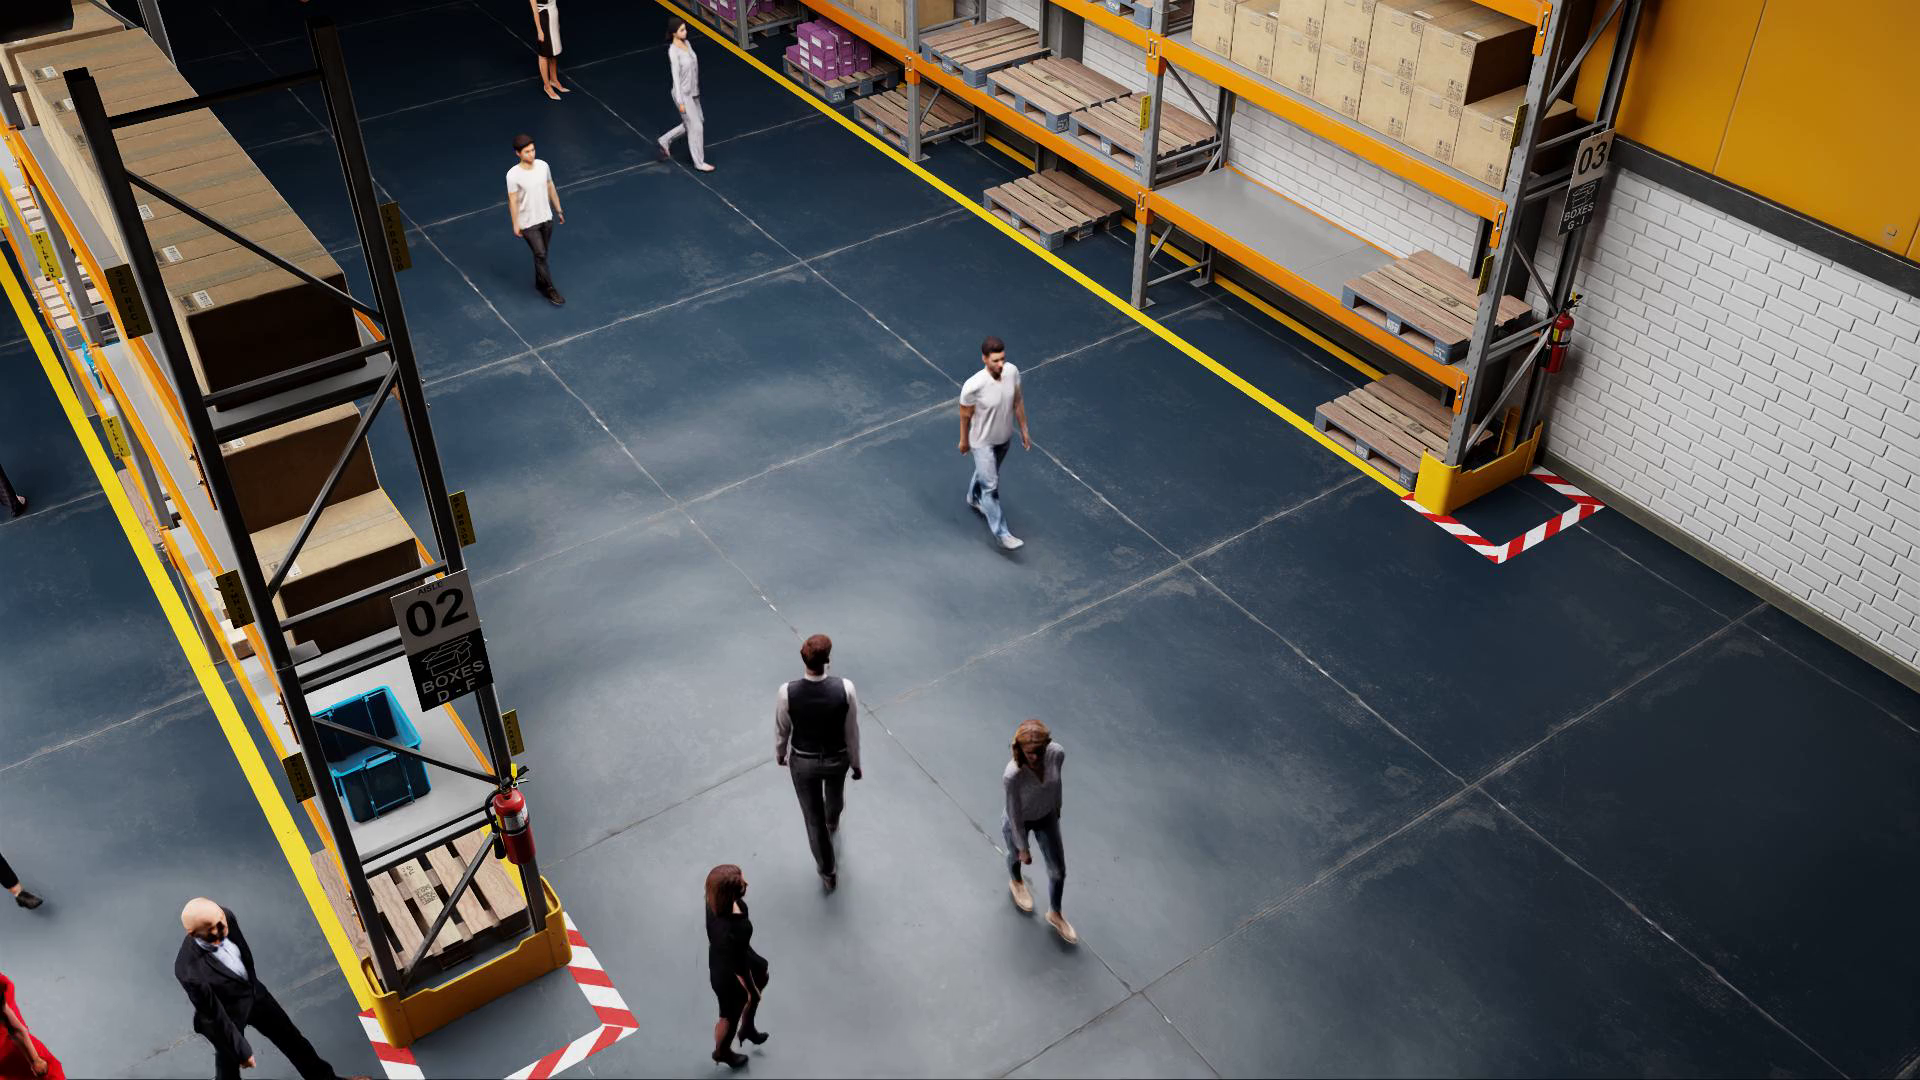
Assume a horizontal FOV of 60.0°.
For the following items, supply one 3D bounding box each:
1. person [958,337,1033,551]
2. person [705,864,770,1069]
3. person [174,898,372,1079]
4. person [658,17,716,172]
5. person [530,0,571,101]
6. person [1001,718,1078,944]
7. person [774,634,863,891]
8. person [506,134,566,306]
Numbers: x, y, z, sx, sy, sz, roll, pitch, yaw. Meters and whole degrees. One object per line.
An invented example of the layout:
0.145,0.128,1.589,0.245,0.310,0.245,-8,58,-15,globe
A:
0.200,-0.868,13.286,0.721,1.812,1.131,-27,46,-30,person
-1.360,2.418,9.268,0.744,1.692,0.655,-12,40,-15,person
-4.027,2.545,9.052,1.213,1.765,1.152,5,39,7,person
-3.106,-4.935,18.426,1.003,1.753,0.915,10,40,12,person
-4.994,-6.200,20.009,0.724,1.755,0.704,12,40,14,person
0.369,1.673,10.146,0.666,1.761,0.882,-19,42,-22,person
-0.859,1.437,10.320,0.984,1.913,1.146,-5,39,-6,person
-4.205,-3.188,16.275,0.872,1.709,0.764,28,46,30,person
